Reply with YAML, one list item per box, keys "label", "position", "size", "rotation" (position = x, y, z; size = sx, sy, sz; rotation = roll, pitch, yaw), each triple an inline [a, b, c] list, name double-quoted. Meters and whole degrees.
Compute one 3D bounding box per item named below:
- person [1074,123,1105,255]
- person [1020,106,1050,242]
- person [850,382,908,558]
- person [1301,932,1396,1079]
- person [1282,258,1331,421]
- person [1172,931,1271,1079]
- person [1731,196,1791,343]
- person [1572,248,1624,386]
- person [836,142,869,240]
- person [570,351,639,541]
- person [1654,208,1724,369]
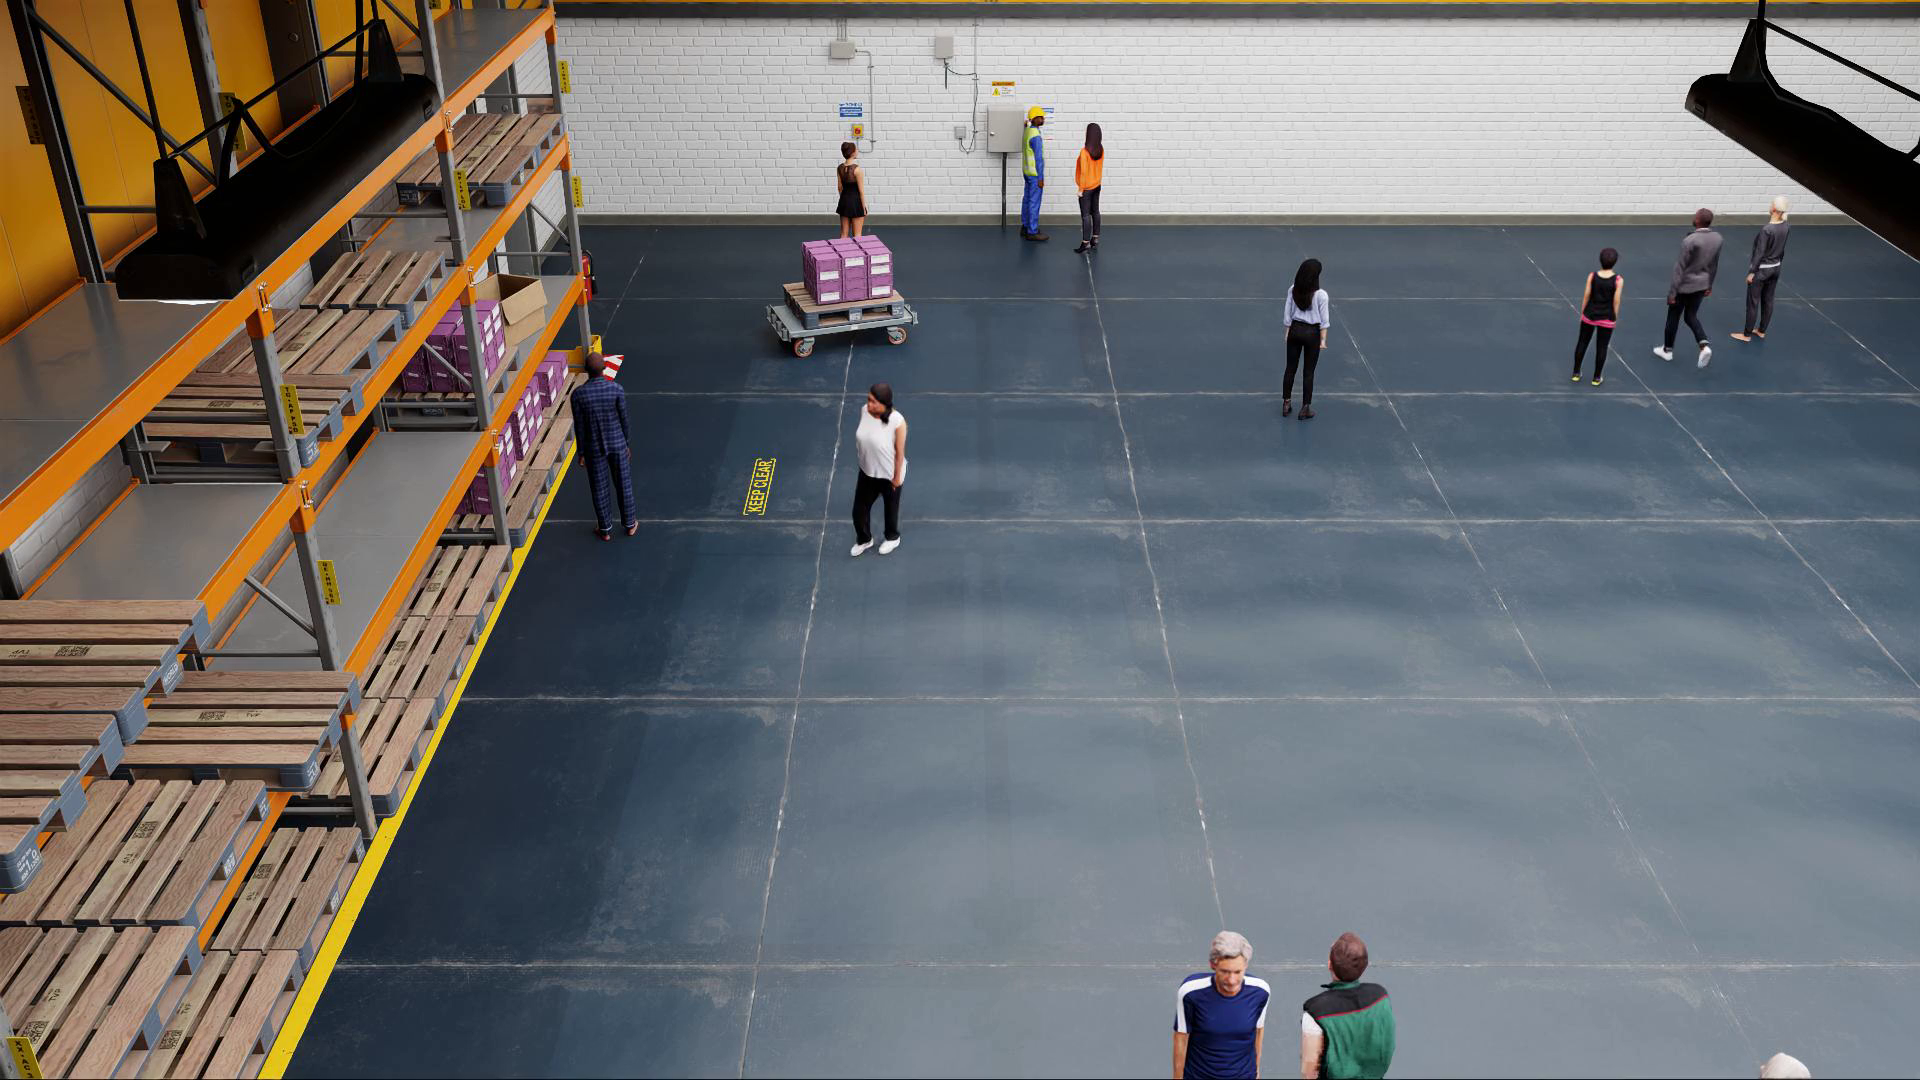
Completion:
- label: "person"
  position: [1.741, -4.720, 22.265]
  size: [0.770, 1.748, 0.687]
  rotation: [21, 35, 33]
- label: "person"
  position: [1.011, -5.033, 22.772]
  size: [0.782, 1.812, 0.593]
  rotation: [-7, 29, -13]
- label: "person"
  position: [-0.672, -0.660, 14.899]
  size: [0.859, 1.674, 0.914]
  rotation: [19, 34, 31]
- label: "person"
  position: [1.936, 2.851, 8.345]
  size: [0.742, 1.786, 1.196]
  rotation: [-6, 29, -10]
- label: "person"
  position: [3.617, -2.125, 17.513]
  size: [0.735, 1.743, 0.752]
  rotation: [18, 33, 30]
- label: "person"
  position: [1.314, 2.724, 8.523]
  size: [0.661, 1.839, 0.597]
  rotation: [-4, 29, -7]
- label: "person"
  position: [9.435, -3.180, 19.466]
  size: [0.677, 1.726, 0.656]
  rotation: [-12, 31, -20]
- label: "person"
  position: [7.055, -2.474, 18.351]
  size: [0.633, 1.553, 0.671]
  rotation: [17, 33, 29]
- label: "person"
  position: [-1.421, -4.373, 21.706]
  size: [0.678, 1.675, 0.717]
  rotation: [18, 33, 29]
- label: "person"
  position: [-3.225, -0.860, 15.116]
  size: [0.736, 1.818, 0.723]
  rotation: [-10, 30, -17]
- label: "person"
  position: [8.271, -2.802, 18.691]
  size: [0.899, 1.803, 1.096]
  rotation: [-8, 30, -14]
